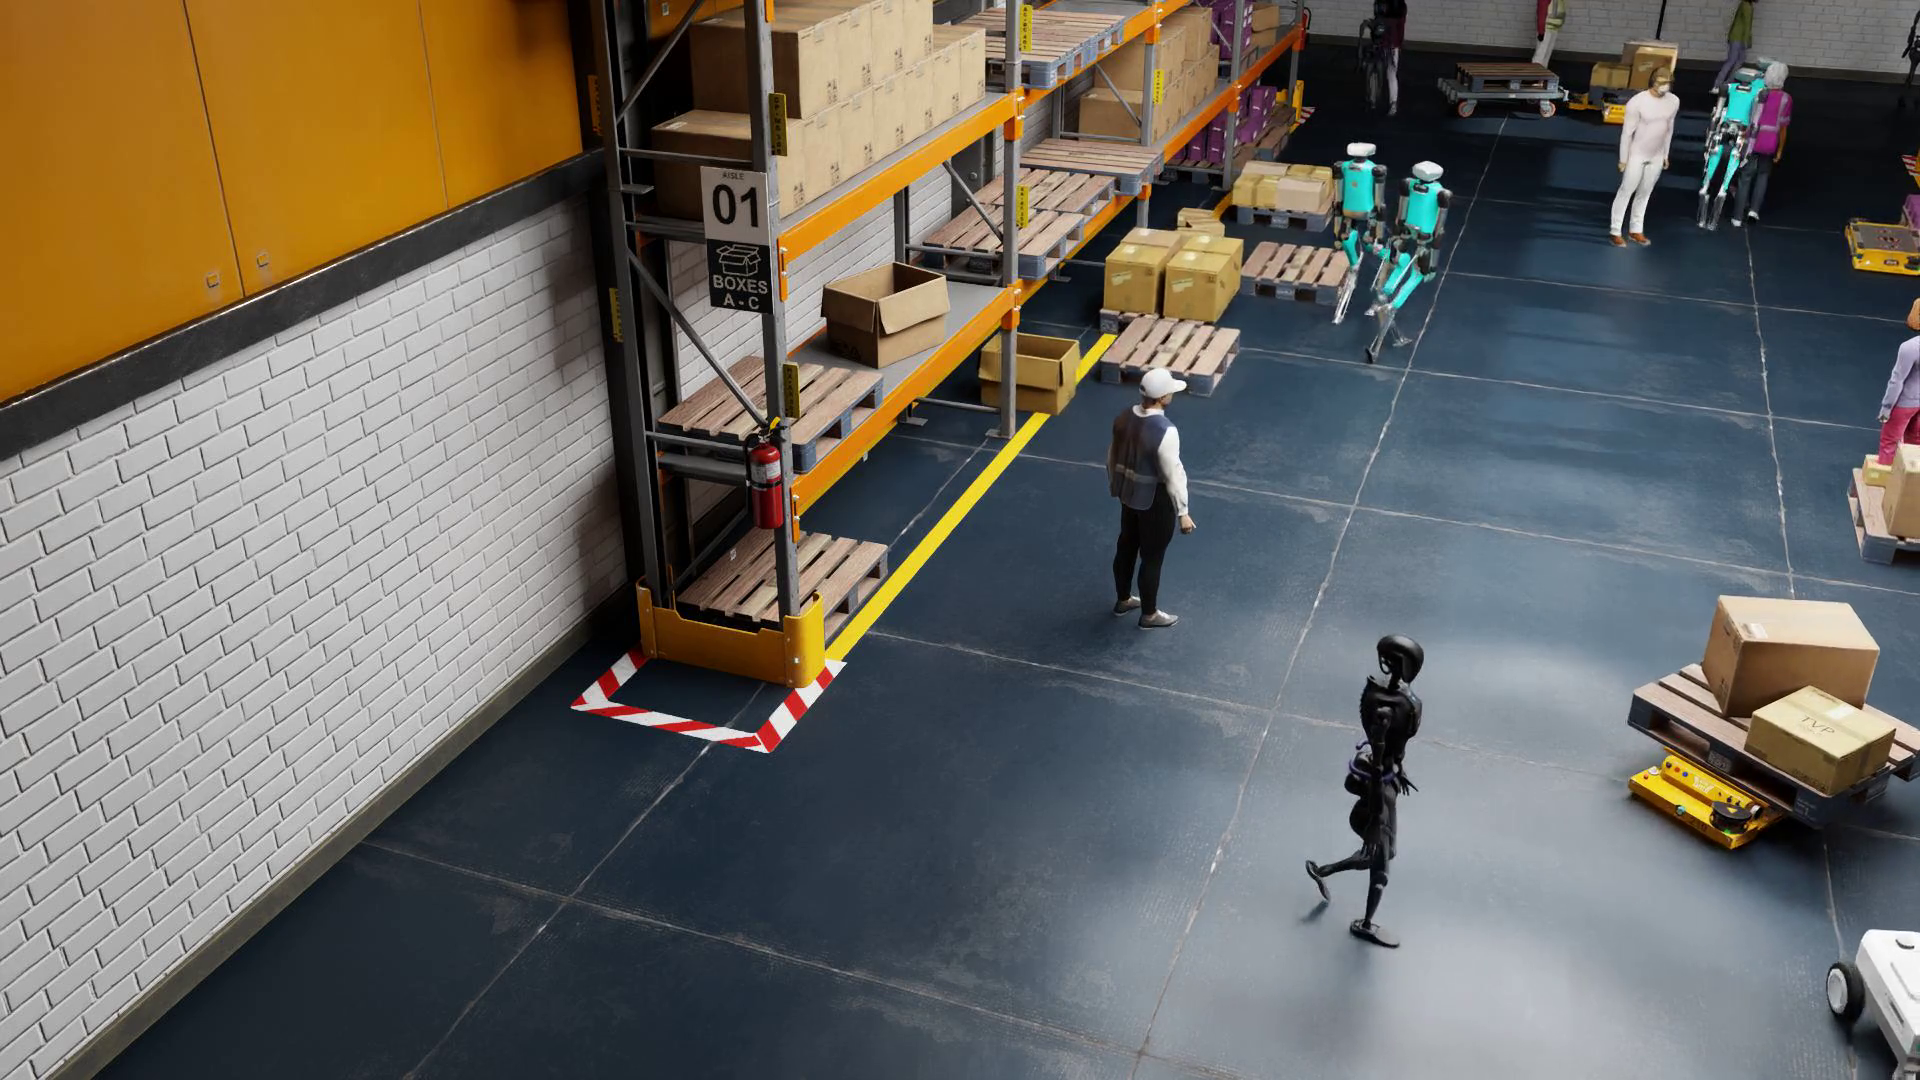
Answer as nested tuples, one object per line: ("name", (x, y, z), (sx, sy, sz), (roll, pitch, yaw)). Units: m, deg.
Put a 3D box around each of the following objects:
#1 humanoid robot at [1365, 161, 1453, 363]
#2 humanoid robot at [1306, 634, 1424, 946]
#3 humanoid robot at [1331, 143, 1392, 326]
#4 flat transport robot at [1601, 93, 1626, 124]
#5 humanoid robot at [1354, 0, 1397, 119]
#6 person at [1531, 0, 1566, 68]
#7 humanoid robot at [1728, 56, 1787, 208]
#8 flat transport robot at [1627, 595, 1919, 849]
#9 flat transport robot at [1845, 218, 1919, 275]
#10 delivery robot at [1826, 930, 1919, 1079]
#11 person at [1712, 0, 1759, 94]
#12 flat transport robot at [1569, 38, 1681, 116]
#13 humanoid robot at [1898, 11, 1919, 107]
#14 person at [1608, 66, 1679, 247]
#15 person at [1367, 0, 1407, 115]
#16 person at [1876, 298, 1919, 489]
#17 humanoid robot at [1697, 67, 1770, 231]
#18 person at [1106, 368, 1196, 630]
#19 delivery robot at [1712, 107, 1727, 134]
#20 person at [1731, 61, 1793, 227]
("humanoid robot", (3.917, -2.456, 14.972), (0.915, 1.811, 0.551), (-20, 33, -34))
("humanoid robot", (1.947, 1.177, 7.929), (0.529, 1.638, 0.609), (12, 29, 21))
("humanoid robot", (3.892, -2.957, 15.923), (0.581, 1.789, 0.884), (20, 33, 33))
("flat transport robot", (9.504, -6.186, 23.749), (0.659, 0.231, 1.431), (8, 28, 14))
("humanoid robot", (5.846, -6.756, 23.360), (0.599, 1.648, 0.328), (-4, 28, -9))
("person", (8.810, -7.651, 24.888), (0.431, 1.836, 0.632), (22, 35, 37))
("humanoid robot", (9.187, -4.618, 19.140), (0.540, 1.745, 1.020), (1, 27, 2))
("flat transport robot", (4.482, 1.264, 9.299), (1.431, 0.231, 0.659), (-16, 31, -28))
("flat transport robot", (9.926, -3.146, 17.853), (0.659, 0.231, 1.431), (10, 29, 19))
("delivery robot", (4.265, 2.083, 7.417), (0.499, 0.612, 0.796), (2, 27, 5))
("person", (11.593, -7.424, 24.695), (0.572, 1.609, 0.487), (8, 28, 14))
("flat transport robot", (9.579, -6.287, 23.945), (1.431, 0.231, 0.659), (13, 30, 24))
("humanoid robot", (13.953, -7.102, 24.025), (0.609, 1.635, 0.693), (23, 35, 37))
("person", (7.389, -4.140, 17.960), (0.634, 1.937, 0.355), (-8, 28, -14))
("person", (6.062, -7.029, 23.603), (0.492, 1.897, 0.947), (0, 27, 1))
("person", (6.950, -0.998, 12.207), (0.500, 1.628, 0.280), (-11, 29, -20))
("humanoid robot", (8.505, -4.275, 18.500), (0.550, 1.832, 0.742), (19, 33, 32))
("person", (1.200, -0.268, 10.643), (0.446, 1.756, 0.772), (-18, 32, -31))
("delivery robot", (10.470, -5.587, 22.280), (0.789, 0.598, 0.499), (8, 28, 15))
("person", (8.959, -4.437, 18.662), (0.528, 1.830, 0.509), (10, 29, 19))
